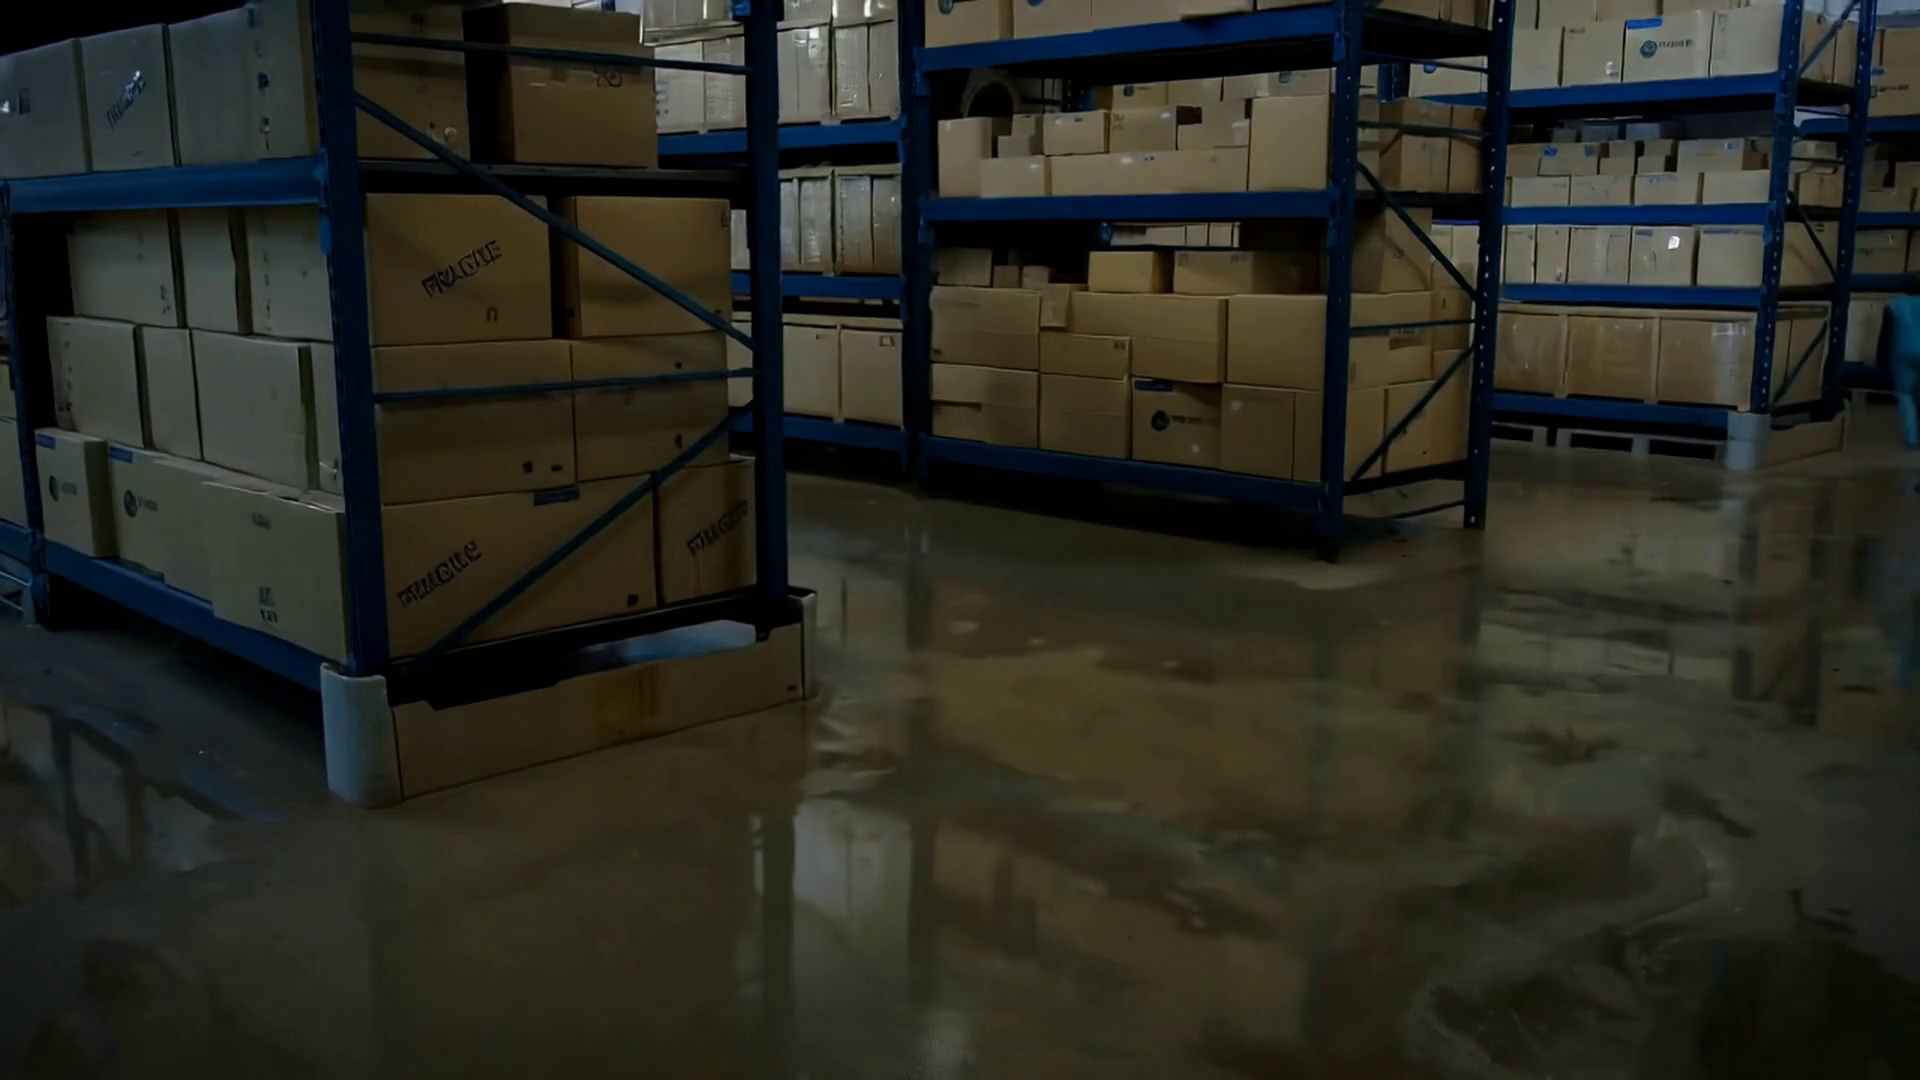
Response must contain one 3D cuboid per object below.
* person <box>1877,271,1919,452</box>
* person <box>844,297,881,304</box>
[{"bbox_3d":[9.473,-1.774,16.512,0.677,1.791,0.856,2,11,10],"label":"person"},{"bbox_3d":[-1.258,-2.623,21.003,0.590,1.837,0.403,9,14,41],"label":"person"}]
